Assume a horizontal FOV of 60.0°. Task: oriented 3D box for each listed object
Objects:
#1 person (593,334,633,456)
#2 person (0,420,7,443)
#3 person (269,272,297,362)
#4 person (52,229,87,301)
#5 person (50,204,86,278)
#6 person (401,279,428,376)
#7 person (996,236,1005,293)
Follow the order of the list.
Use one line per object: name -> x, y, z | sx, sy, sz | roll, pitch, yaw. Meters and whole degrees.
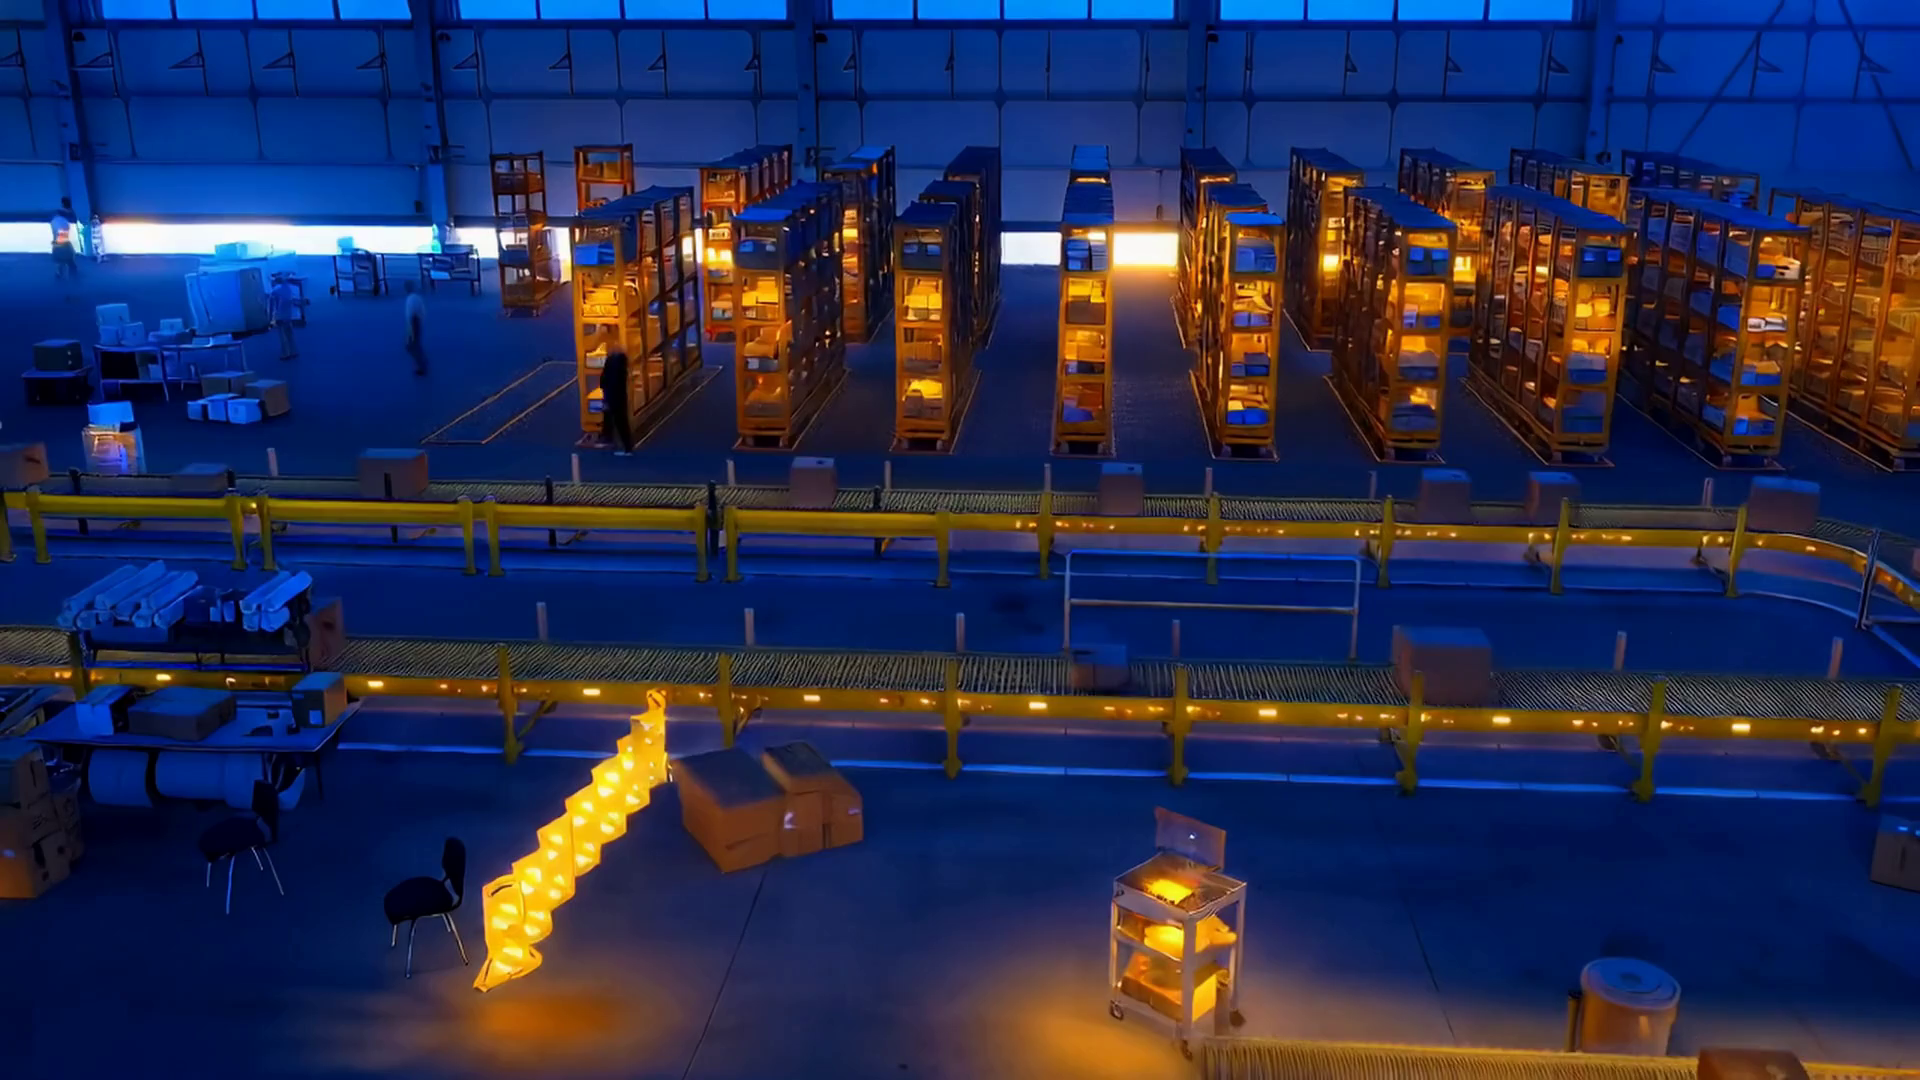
person -> -5.411, -2.212, 25.491 | 0.792, 1.880, 0.671 | 1, 18, 3
person -> -14.385, -1.861, 24.491 | 0.432, 1.813, 0.614 | 2, 18, 7
person -> -13.293, -4.376, 32.574 | 0.340, 1.749, 0.572 | 7, 19, 21
person -> -21.129, -6.488, 39.357 | 0.859, 1.703, 0.504 | 12, 21, 34
person -> -23.108, -7.705, 42.884 | 0.547, 1.906, 0.857 | 4, 18, 12
person -> -10.242, -3.983, 31.204 | 0.453, 1.830, 0.559 | -3, 18, -10
person -> 0.667, -6.902, 40.520 | 0.928, 1.781, 0.608 | -1, 18, -5
